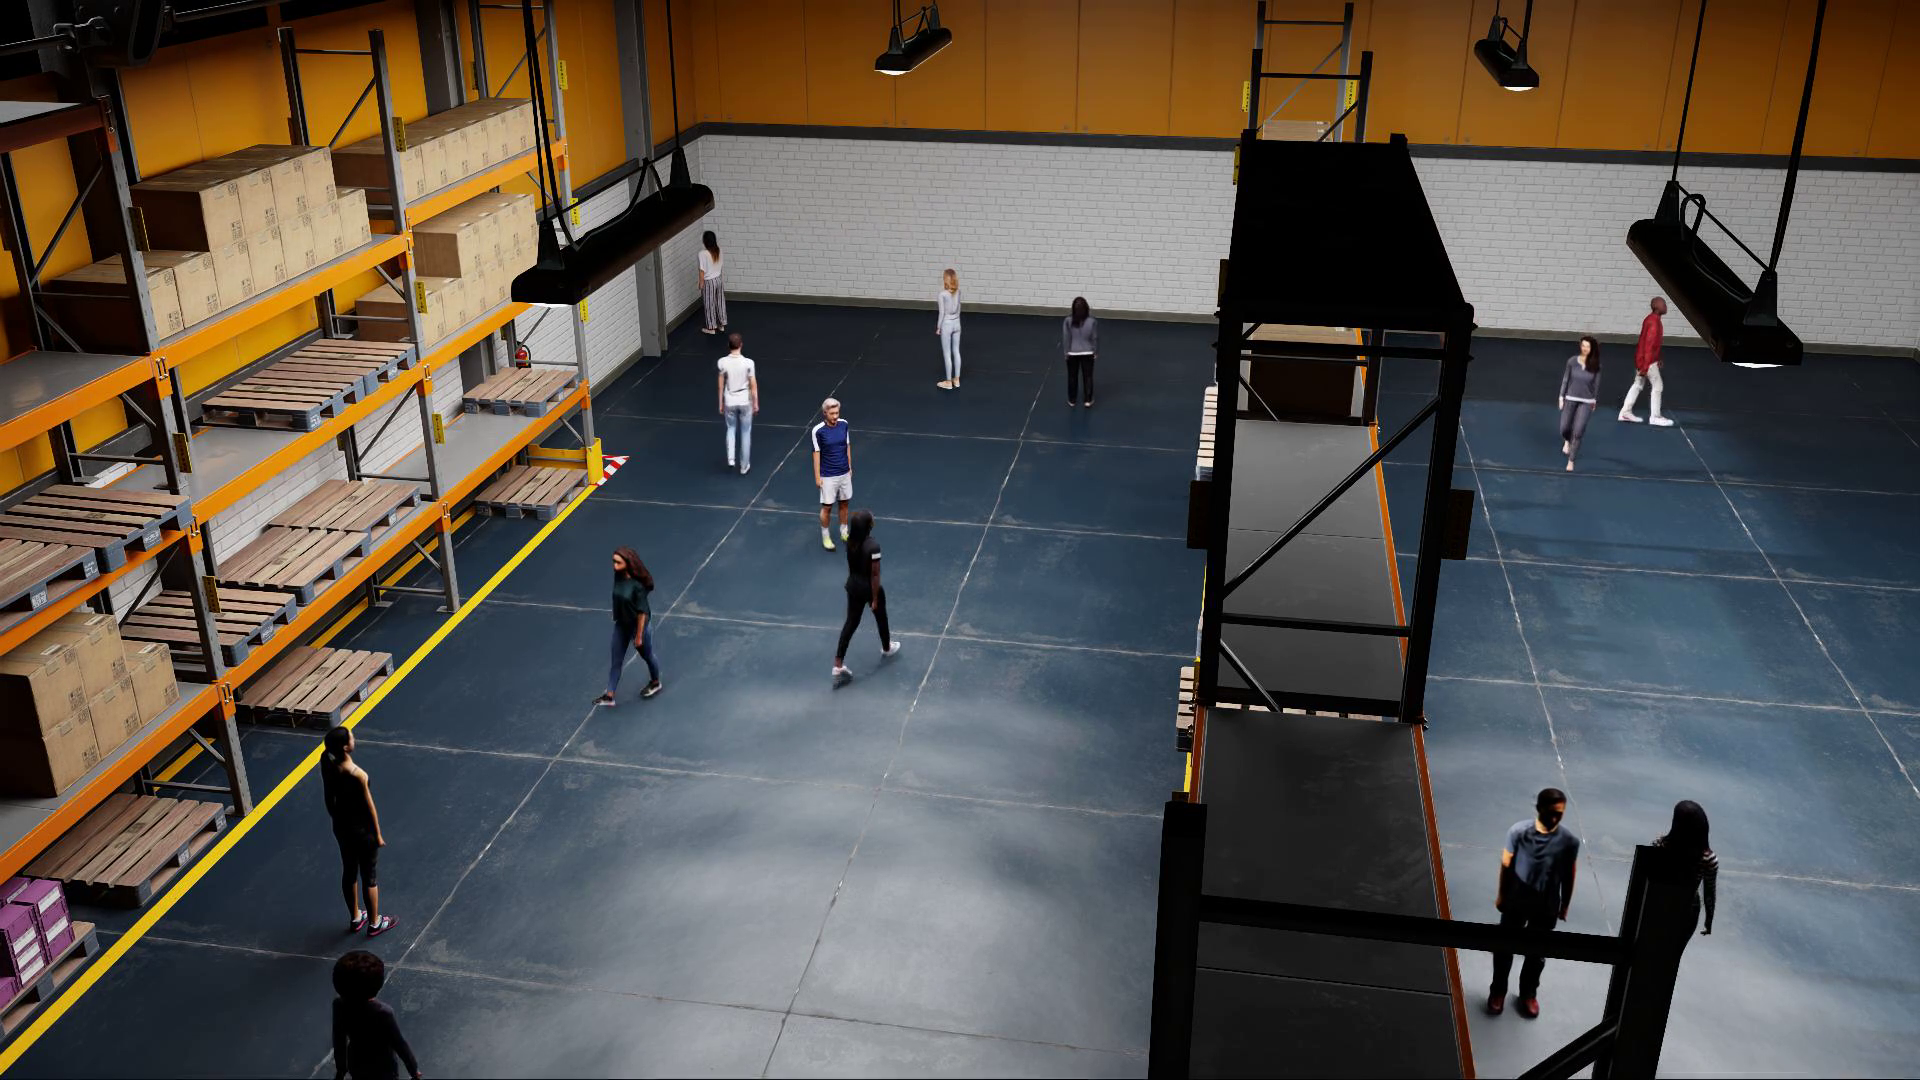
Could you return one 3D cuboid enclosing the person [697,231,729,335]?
[{"bbox_3d":[-4.057,-4.222,27.135,0.845,1.677,0.727,18,29,35],"label":"person"}]

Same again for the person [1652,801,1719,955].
[{"bbox_3d":[4.817,2.643,11.324,0.820,1.762,0.962,14,27,29],"label":"person"}]

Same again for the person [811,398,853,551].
[{"bbox_3d":[-1.459,-0.784,19.081,0.727,1.829,0.793,-17,29,-33],"label":"person"}]

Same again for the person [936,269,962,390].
[{"bbox_3d":[-0.145,-3.117,24.458,0.641,1.796,0.729,-20,31,-39],"label":"person"}]

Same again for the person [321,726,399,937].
[{"bbox_3d":[-4.543,2.169,12.452,0.623,1.728,0.602,10,25,21],"label":"person"}]

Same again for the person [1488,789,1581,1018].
[{"bbox_3d":[3.982,2.496,11.607,0.658,1.806,0.571,6,24,13],"label":"person"}]

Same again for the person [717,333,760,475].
[{"bbox_3d":[-2.828,-1.696,21.153,0.666,1.841,0.665,2,24,4],"label":"person"}]

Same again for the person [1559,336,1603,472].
[{"bbox_3d":[8.011,-1.801,21.506,0.762,1.751,0.989,10,26,22],"label":"person"}]

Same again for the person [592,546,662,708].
[{"bbox_3d":[-3.028,0.792,15.780,0.901,1.585,1.103,18,29,35],"label":"person"}]

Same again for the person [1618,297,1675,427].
[{"bbox_3d":[9.415,-2.483,23.007,0.779,1.797,0.892,6,24,14],"label":"person"}]

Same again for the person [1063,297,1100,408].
[{"bbox_3d":[1.718,-2.685,23.720,0.674,1.597,0.654,3,24,6],"label":"person"}]

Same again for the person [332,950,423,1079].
[{"bbox_3d":[-3.571,3.274,9.994,0.744,1.671,1.131,8,25,19],"label":"person"}]

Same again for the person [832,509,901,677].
[{"bbox_3d":[-0.989,0.553,16.200,1.009,1.687,1.301,17,29,34],"label":"person"}]
